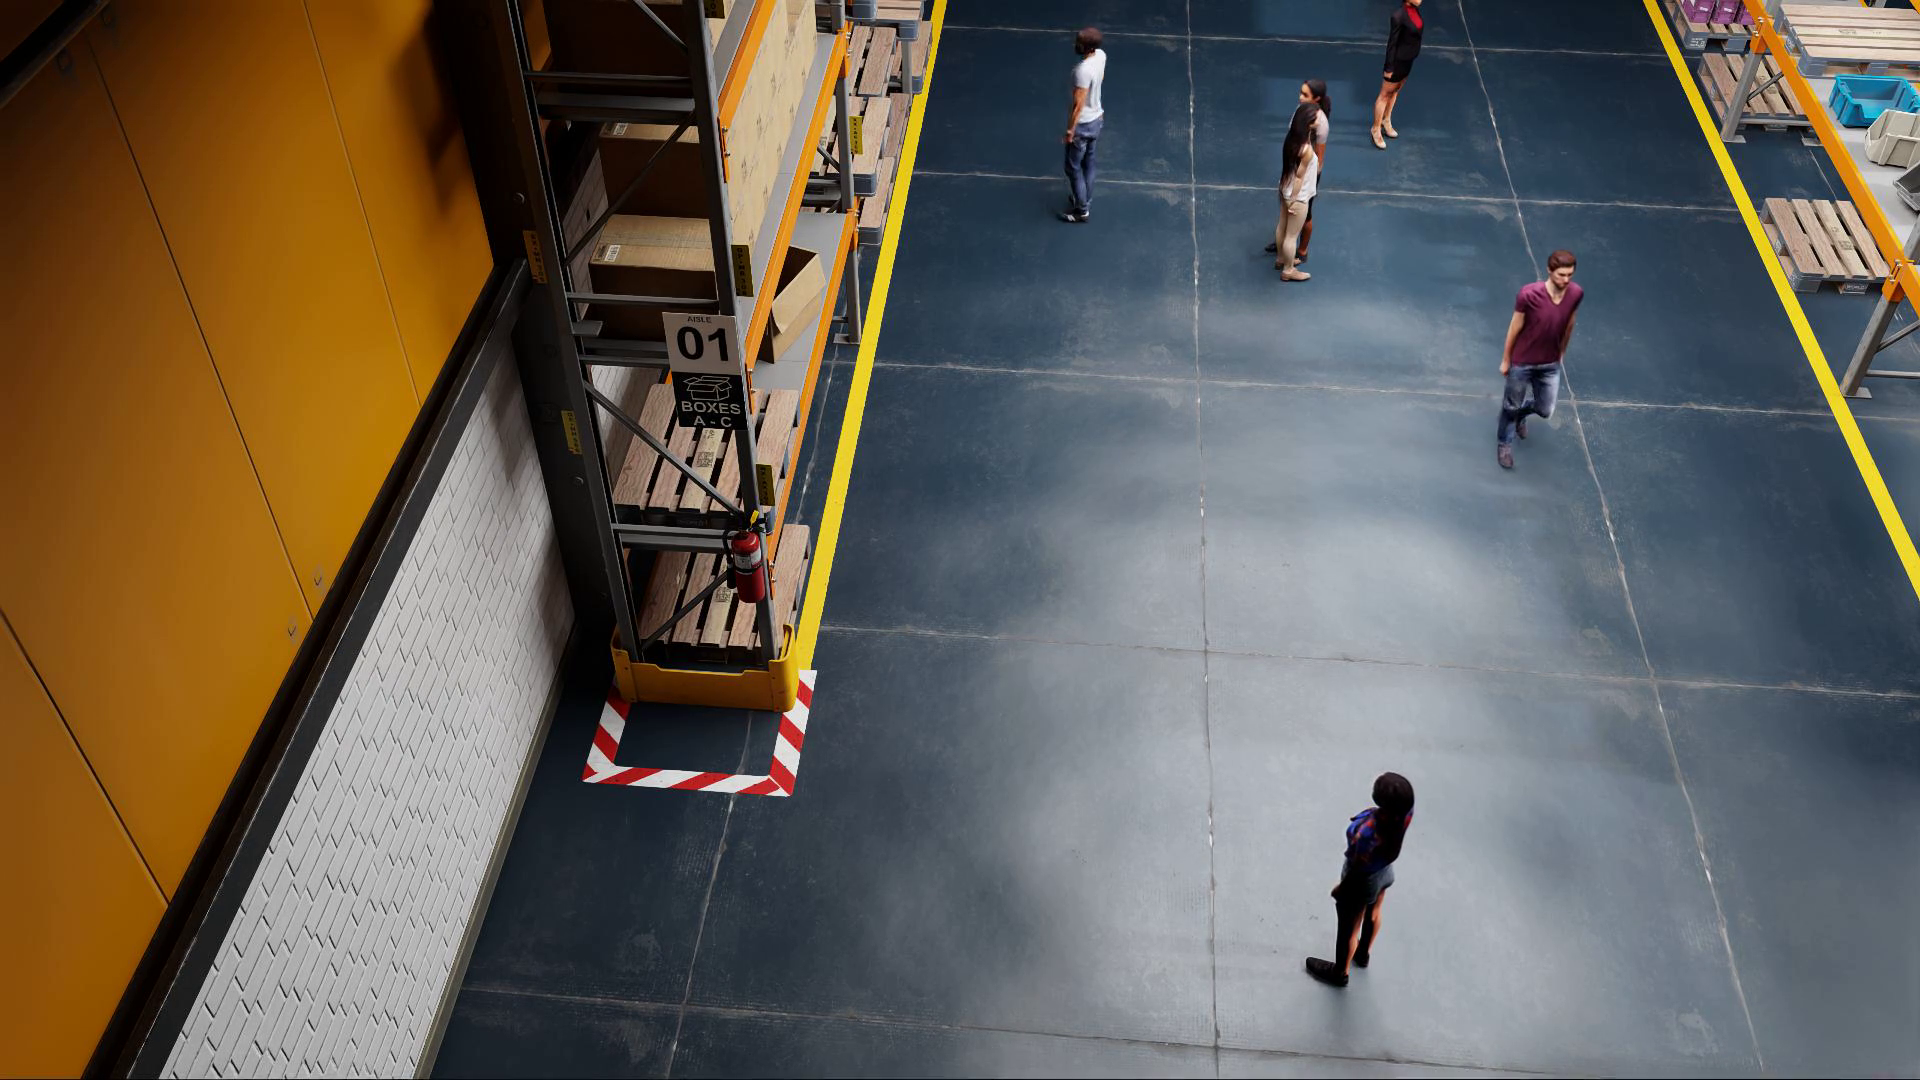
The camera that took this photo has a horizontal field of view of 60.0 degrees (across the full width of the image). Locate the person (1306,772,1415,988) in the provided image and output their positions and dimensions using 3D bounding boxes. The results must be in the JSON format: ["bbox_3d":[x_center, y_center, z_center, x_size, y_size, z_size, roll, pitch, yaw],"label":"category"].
[{"bbox_3d":[2.208,1.829,9.016,0.653,1.750,0.721,-32,52,-29],"label":"person"}]

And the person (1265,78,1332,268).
[{"bbox_3d":[2.942,-3.162,14.258,0.749,1.746,0.628,-17,46,-17],"label":"person"}]

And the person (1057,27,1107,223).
[{"bbox_3d":[1.099,-3.713,14.757,0.816,1.856,0.668,33,53,30],"label":"person"}]

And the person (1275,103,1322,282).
[{"bbox_3d":[2.830,-2.948,14.101,0.674,1.653,0.610,-27,50,-25],"label":"person"}]

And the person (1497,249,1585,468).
[{"bbox_3d":[4.237,-1.408,12.348,0.703,1.840,0.779,-2,44,-2],"label":"person"}]

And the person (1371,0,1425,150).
[{"bbox_3d":[4.155,-4.518,15.758,0.763,1.640,0.695,27,50,26],"label":"person"}]
